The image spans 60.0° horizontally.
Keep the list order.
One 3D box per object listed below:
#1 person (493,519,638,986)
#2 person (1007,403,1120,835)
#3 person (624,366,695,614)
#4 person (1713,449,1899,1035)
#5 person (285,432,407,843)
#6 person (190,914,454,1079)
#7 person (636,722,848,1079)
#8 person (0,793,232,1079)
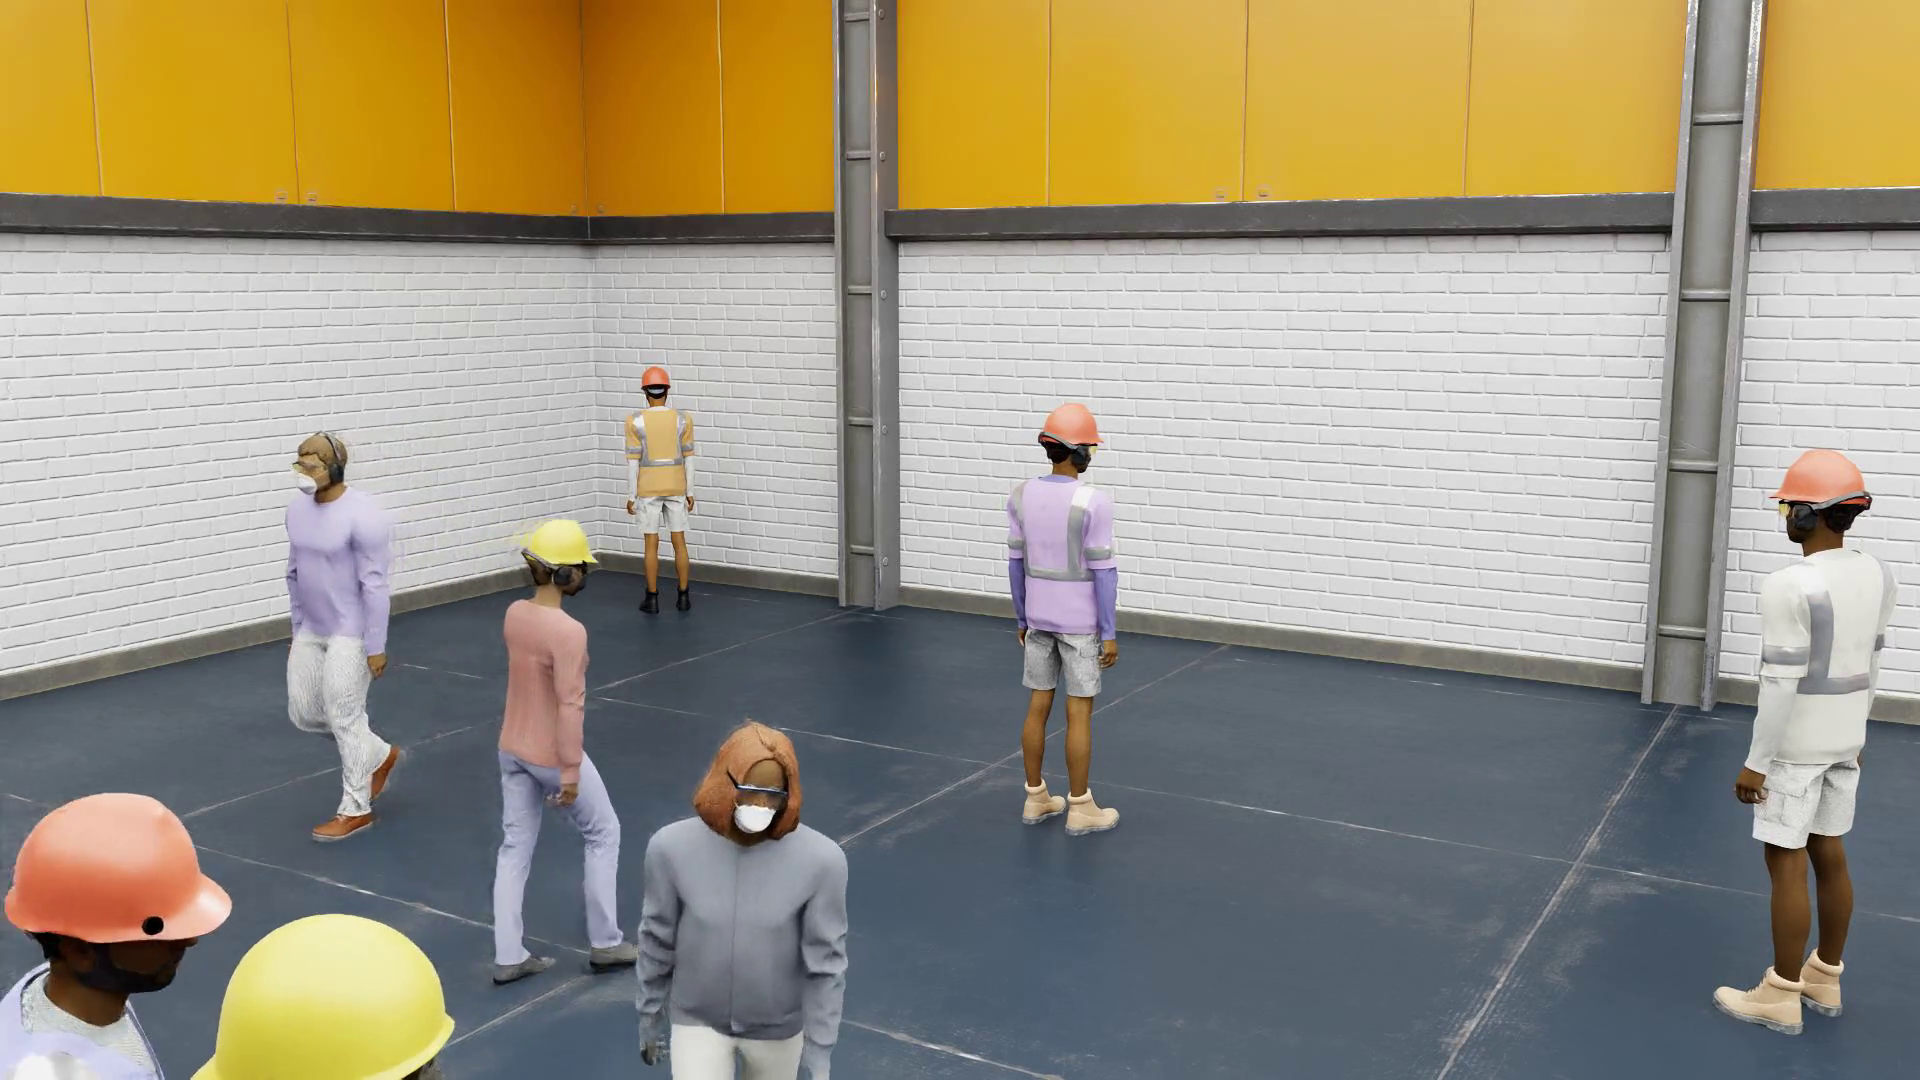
[{"bbox_3d":[-1.482,0.787,6.254,0.543,1.743,0.703,8,12,42],"label":"person"},{"bbox_3d":[0.506,0.372,7.891,0.608,2.044,0.377,8,12,41],"label":"person"},{"bbox_3d":[-2.343,-0.388,12.994,0.543,1.928,0.373,-3,10,-20],"label":"person"},{"bbox_3d":[2.954,0.702,5.835,0.611,2.043,0.374,-5,11,-30],"label":"person"},{"bbox_3d":[-2.895,0.440,7.845,0.644,1.922,0.517,6,11,32],"label":"person"},{"bbox_3d":[-0.678,1.374,2.009,0.387,1.922,0.594,-1,9,-4],"label":"person"},{"bbox_3d":[-0.533,1.211,4.030,0.522,1.587,0.777,-1,9,-4],"label":"person"},{"bbox_3d":[-1.418,1.303,2.599,0.981,1.888,0.544,-6,11,-33],"label":"person"}]
